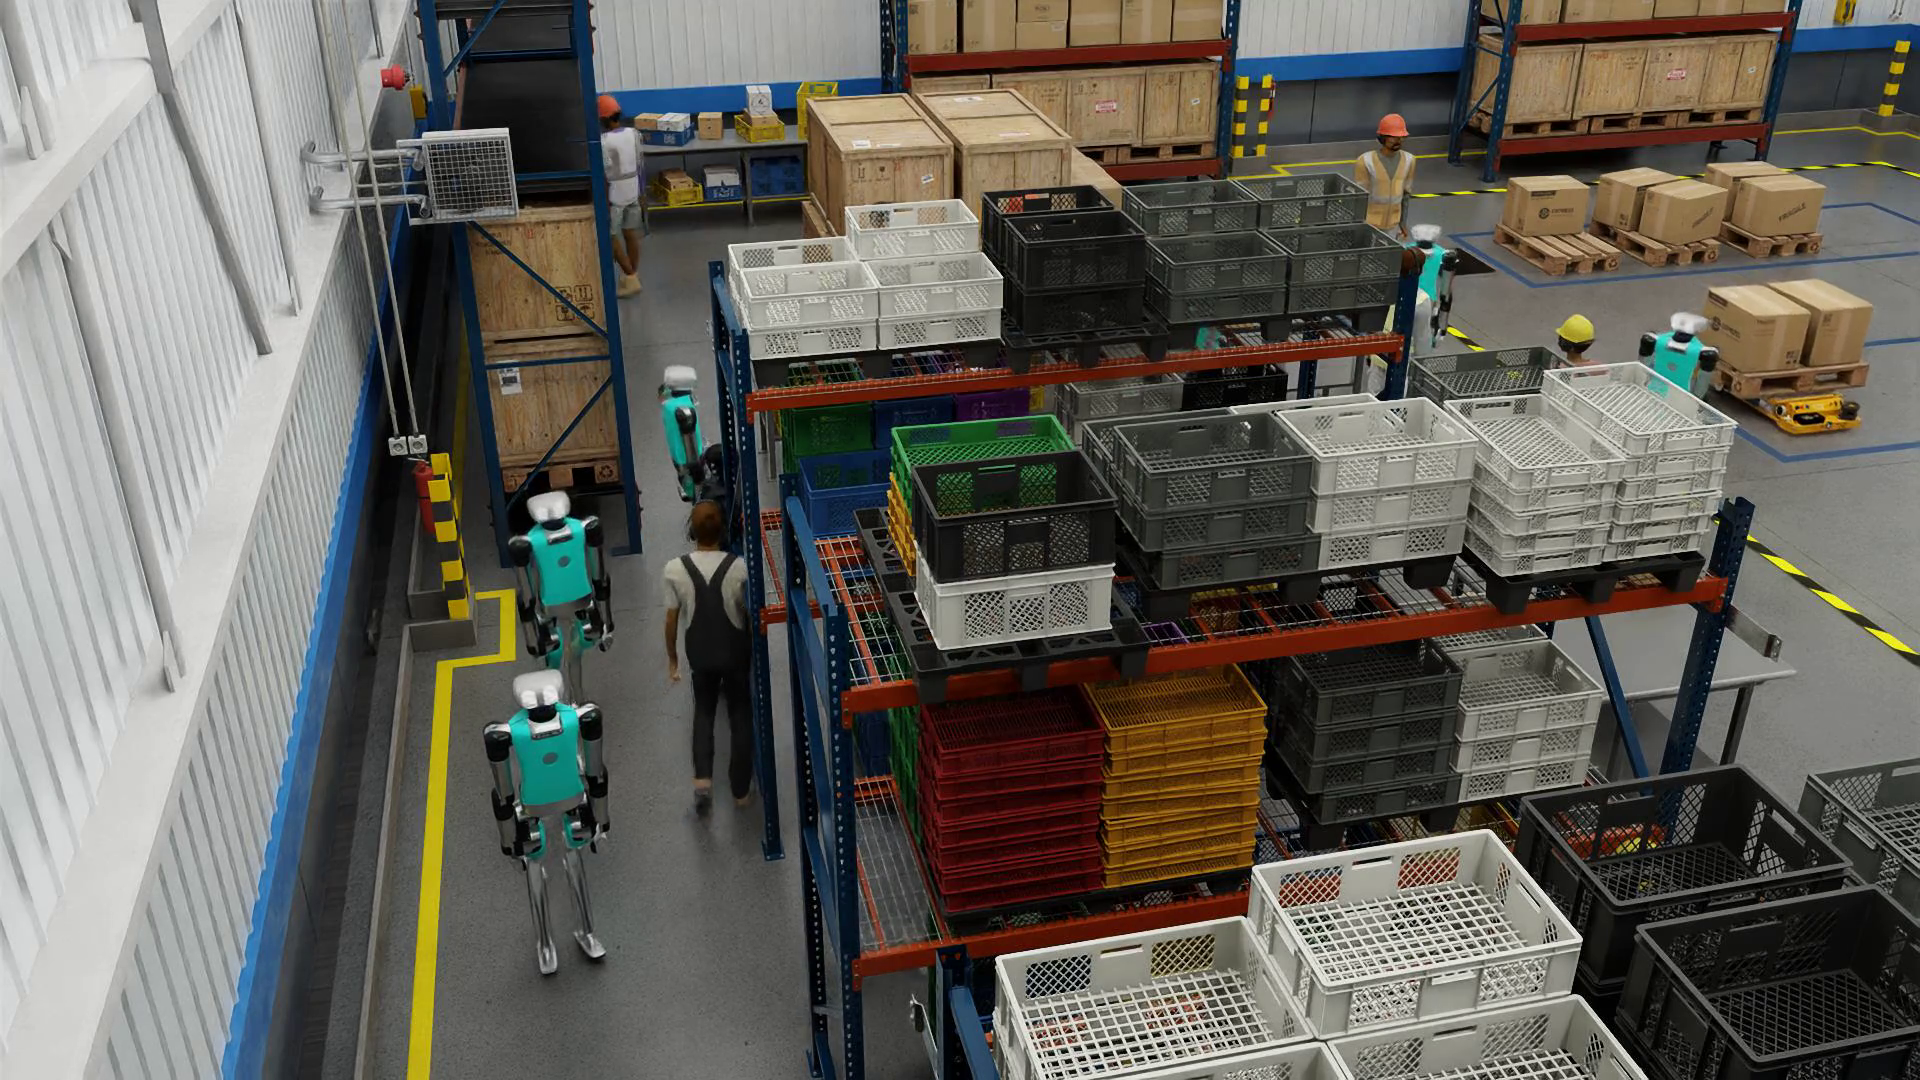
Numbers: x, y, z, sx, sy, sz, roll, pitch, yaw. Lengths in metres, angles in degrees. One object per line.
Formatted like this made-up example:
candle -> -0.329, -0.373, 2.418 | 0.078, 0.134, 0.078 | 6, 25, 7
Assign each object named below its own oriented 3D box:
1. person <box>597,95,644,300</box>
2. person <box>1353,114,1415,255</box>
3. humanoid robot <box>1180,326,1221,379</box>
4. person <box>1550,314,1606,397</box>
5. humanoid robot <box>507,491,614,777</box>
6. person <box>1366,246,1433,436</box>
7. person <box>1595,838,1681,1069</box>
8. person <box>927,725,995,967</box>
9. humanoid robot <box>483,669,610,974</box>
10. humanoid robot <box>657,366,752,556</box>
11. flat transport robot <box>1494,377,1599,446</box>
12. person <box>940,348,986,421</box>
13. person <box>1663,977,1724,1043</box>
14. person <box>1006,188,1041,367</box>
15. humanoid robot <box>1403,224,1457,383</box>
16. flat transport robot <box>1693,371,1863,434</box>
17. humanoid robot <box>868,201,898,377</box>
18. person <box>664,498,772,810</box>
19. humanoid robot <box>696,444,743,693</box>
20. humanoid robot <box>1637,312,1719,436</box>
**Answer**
person -> -3.384, -3.453, 16.723 | 0.538, 2.019, 0.759 | 14, 31, 25
person -> 4.030, -3.054, 15.935 | 0.607, 2.048, 0.365 | -7, 29, -13
humanoid robot -> 1.564, -1.177, 12.776 | 0.884, 1.835, 0.553 | -1, 28, -2
person -> 4.281, -0.762, 11.879 | 0.532, 1.772, 0.294 | -6, 28, -10
humanoid robot -> -2.350, 0.456, 9.662 | 0.535, 1.830, 0.838 | -15, 31, -26
person -> 3.422, -1.401, 13.018 | 0.430, 1.845, 0.618 | -18, 33, -30
person -> 2.615, 1.948, 6.774 | 0.483, 1.737, 0.309 | 15, 31, 26
person -> 0.152, 1.222, 8.066 | 0.908, 1.823, 0.515 | -19, 33, -32
humanoid robot -> -1.973, 1.277, 7.957 | 0.531, 1.710, 0.729 | -12, 30, -21
humanoid robot -> -1.610, -0.347, 11.166 | 0.735, 1.797, 0.542 | -12, 30, -22
flat transport robot -> 4.780, -1.036, 14.013 | 0.659, 0.231, 1.431 | -6, 28, -12
person -> -0.001, -0.719, 11.640 | 0.389, 1.921, 0.592 | -6, 28, -12
person -> 2.738, 2.228, 6.141 | 0.770, 1.830, 0.614 | 2, 28, 4
person -> 0.547, -2.051, 14.157 | 0.362, 1.931, 0.541 | -11, 30, -20
humanoid robot -> 3.840, -1.847, 13.965 | 0.530, 1.772, 0.701 | 9, 29, 17
flat transport robot -> 7.109, -1.318, 14.518 | 0.652, 0.197, 1.431 | -6, 28, -12
humanoid robot -> -0.642, -2.199, 14.703 | 0.414, 1.639, 0.586 | -7, 29, -13
person -> -1.329, 0.654, 9.168 | 0.559, 1.808, 0.527 | 1, 28, 2
humanoid robot -> -1.463, 0.160, 10.249 | 0.447, 1.633, 0.590 | -10, 29, -18
humanoid robot -> 5.188, -0.899, 12.162 | 0.553, 1.743, 0.893 | 18, 33, 31
